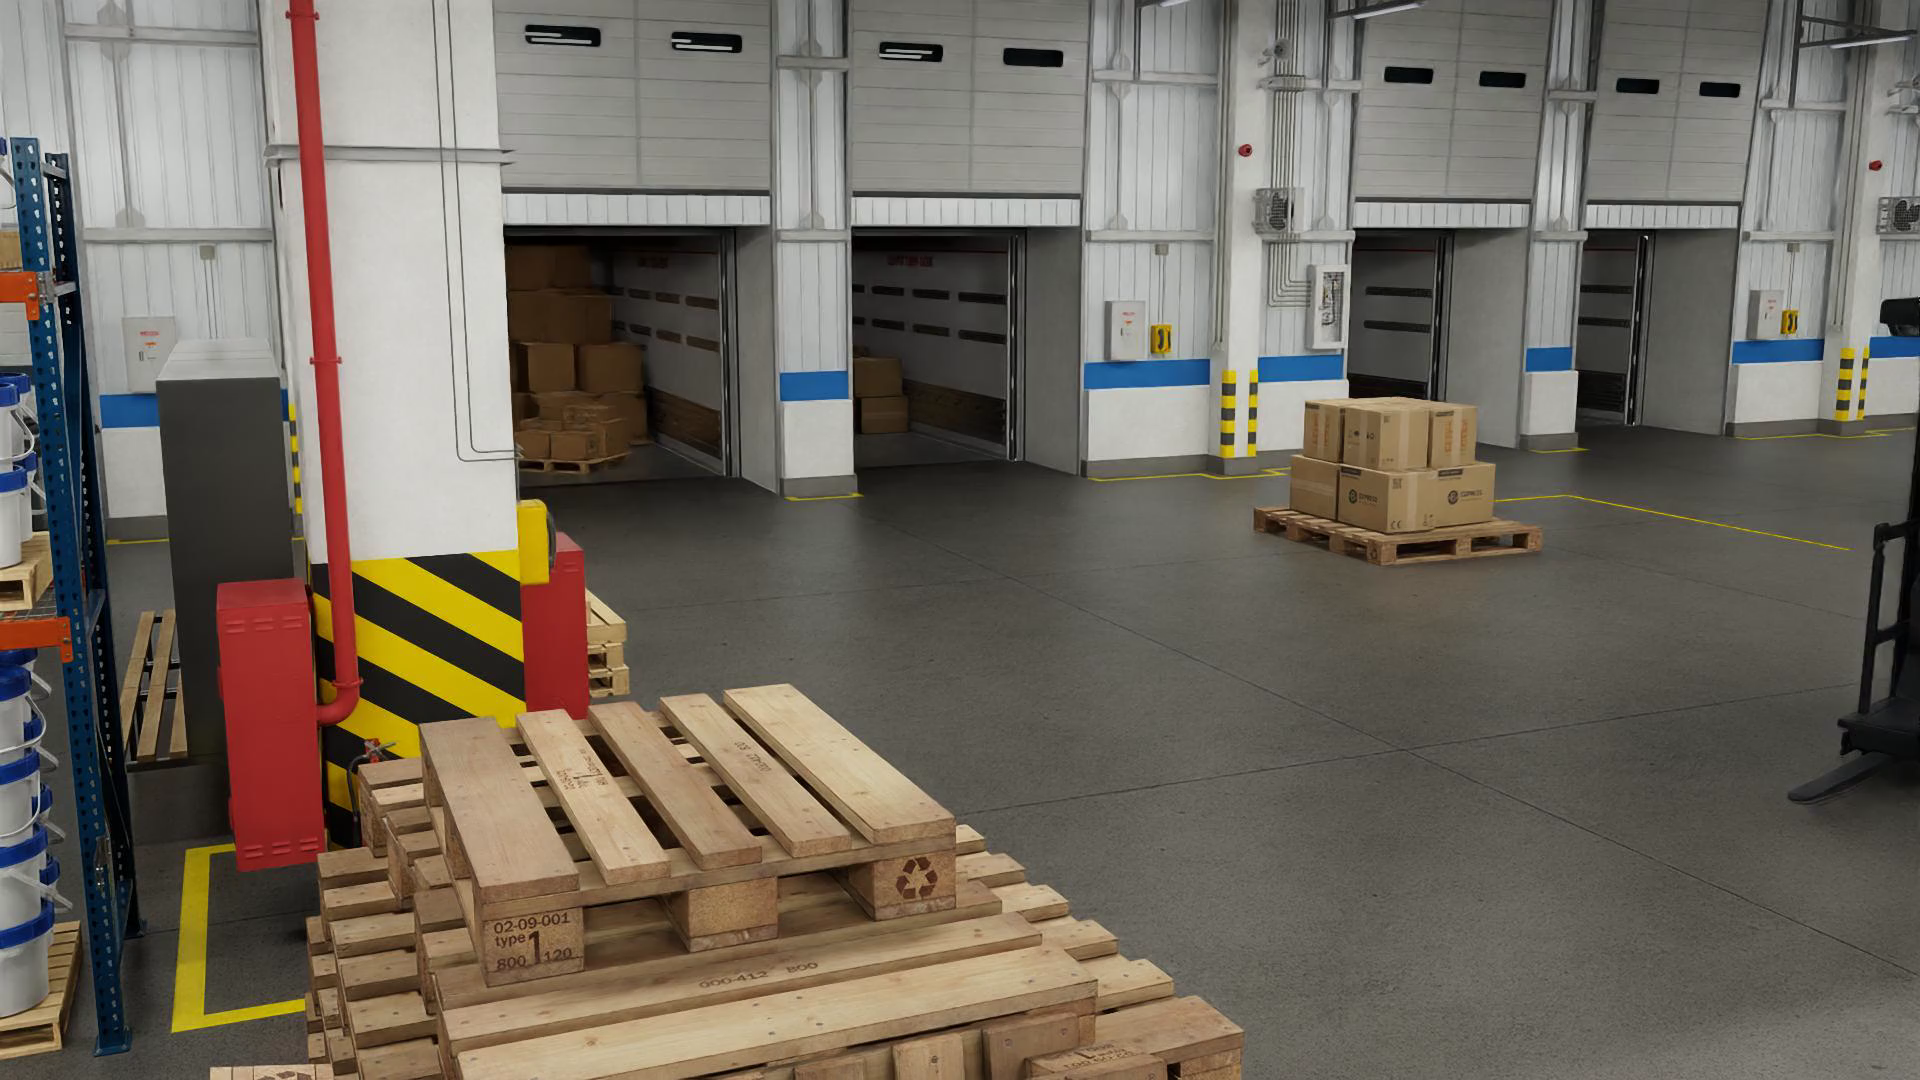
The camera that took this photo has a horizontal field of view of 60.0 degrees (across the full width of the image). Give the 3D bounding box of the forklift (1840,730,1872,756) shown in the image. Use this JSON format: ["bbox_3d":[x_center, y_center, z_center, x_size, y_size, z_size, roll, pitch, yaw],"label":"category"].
[{"bbox_3d":[5.669,-0.263,8.633,1.873,2.768,1.129,-9,13,-40],"label":"forklift"}]
